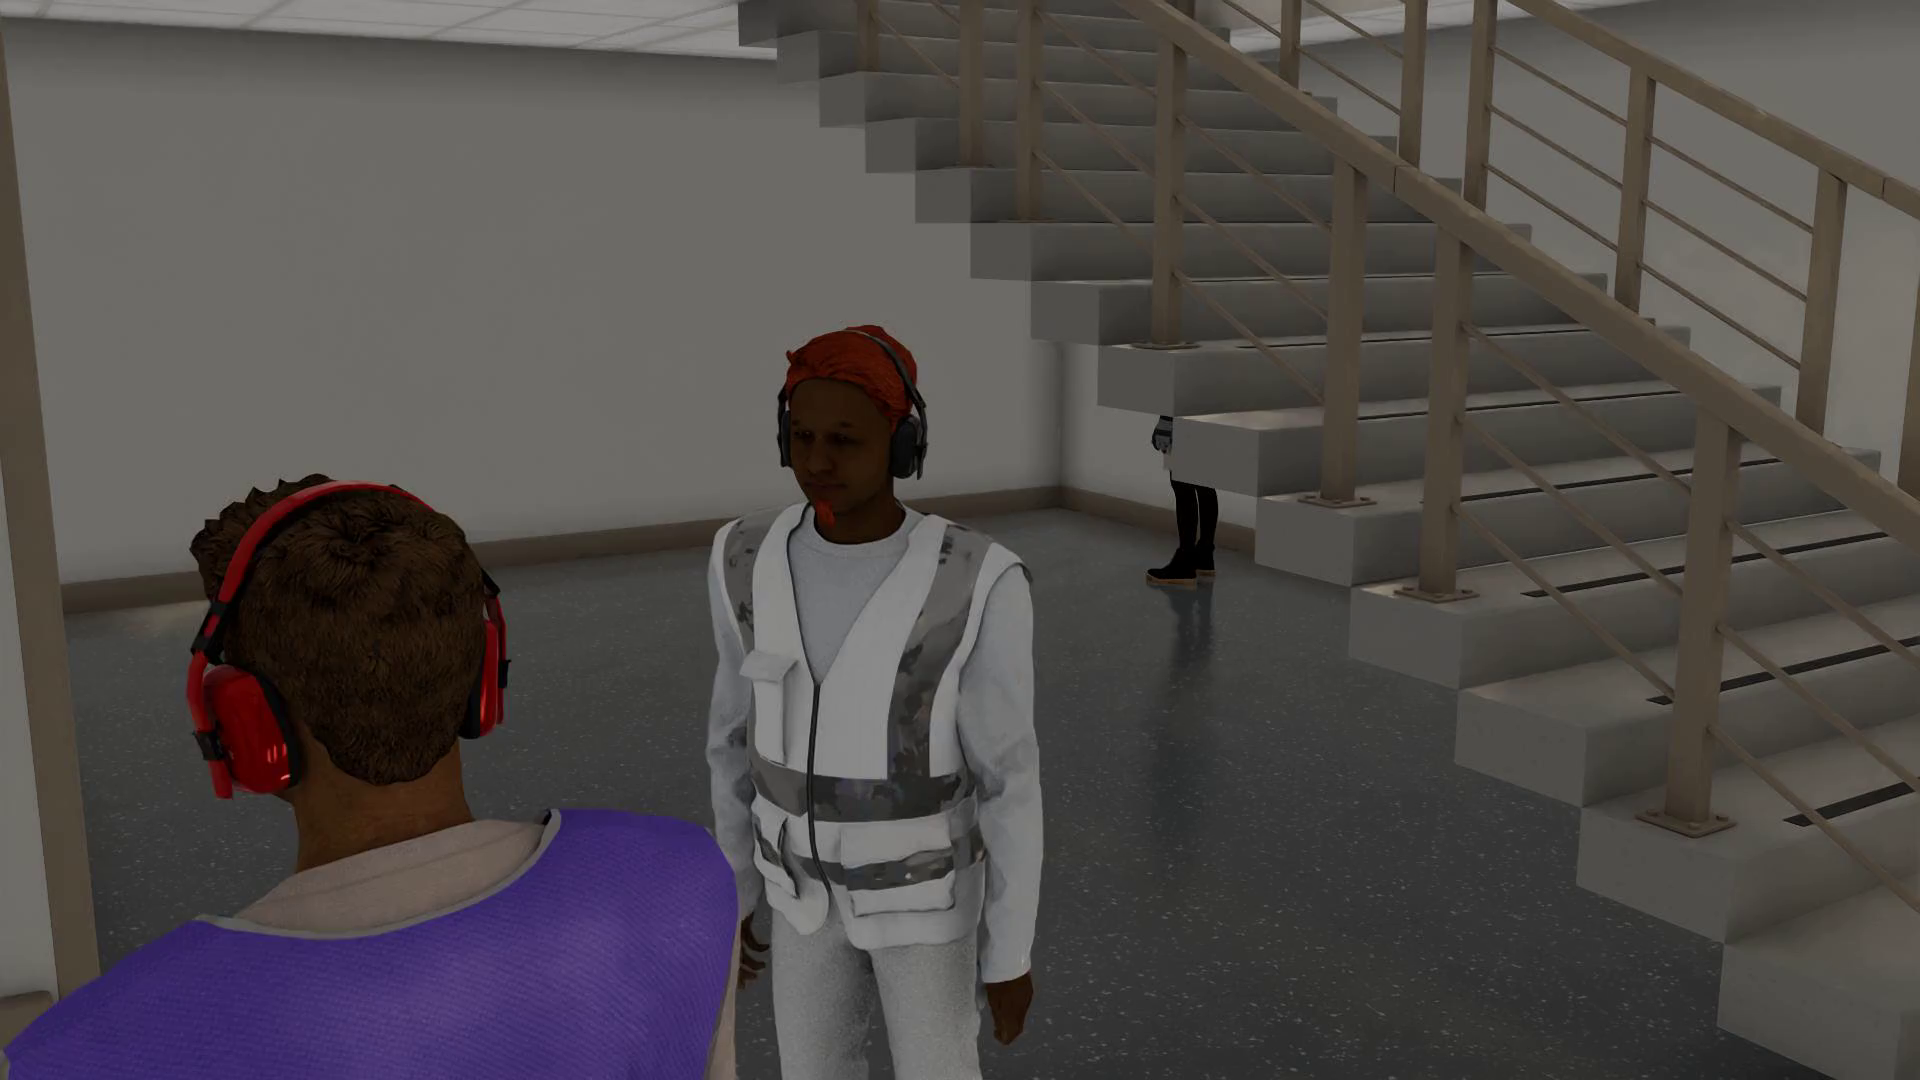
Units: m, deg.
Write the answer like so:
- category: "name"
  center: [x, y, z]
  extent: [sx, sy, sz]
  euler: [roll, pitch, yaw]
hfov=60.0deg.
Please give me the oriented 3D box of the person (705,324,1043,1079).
- category: "person"
  center: [-0.143, 0.593, 2.694]
  extent: [0.589, 1.874, 0.362]
  euler: [6, 12, 30]

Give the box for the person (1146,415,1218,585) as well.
- category: "person"
  center: [1.278, -0.726, 9.374]
  extent: [0.381, 1.958, 0.602]
  euler: [7, 13, 34]

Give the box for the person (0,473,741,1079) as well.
- category: "person"
  center: [-0.411, 0.864, 1.355]
  extent: [0.561, 1.839, 0.390]
  euler: [-9, 14, -39]
